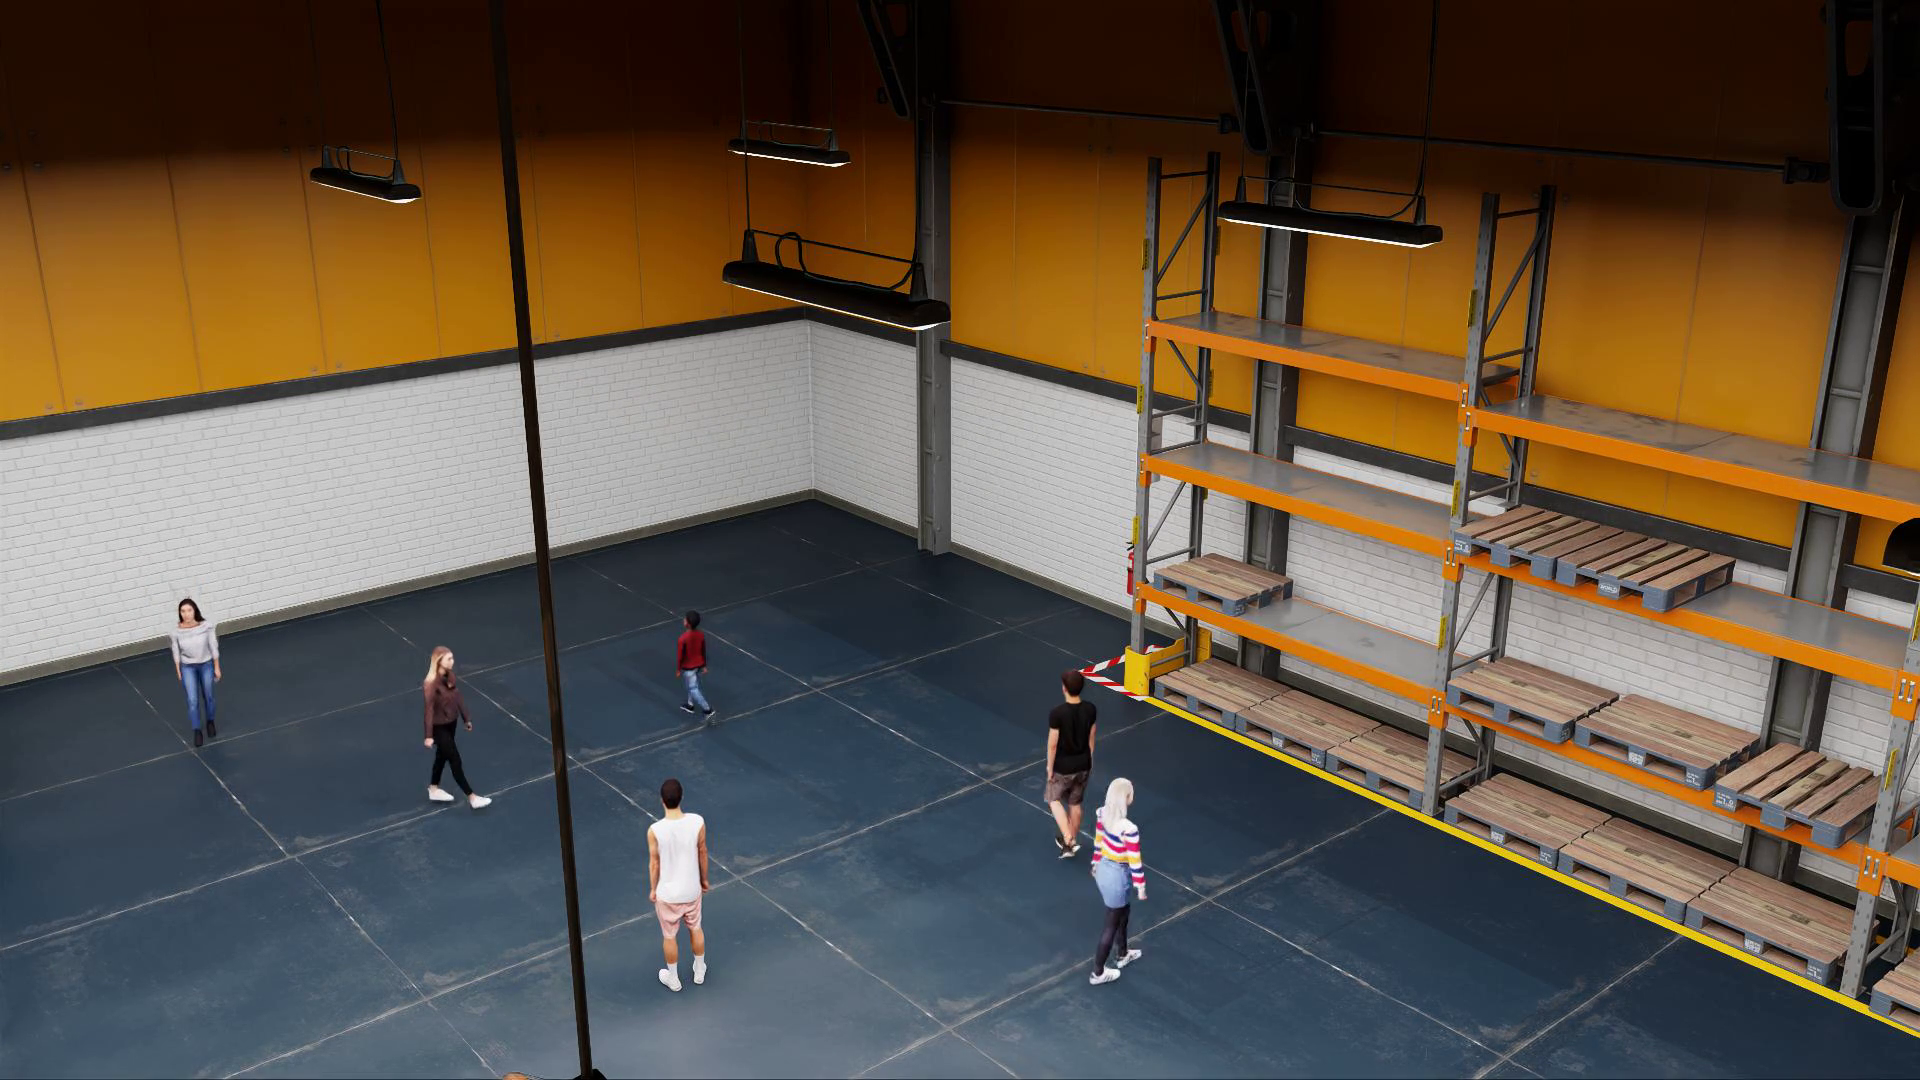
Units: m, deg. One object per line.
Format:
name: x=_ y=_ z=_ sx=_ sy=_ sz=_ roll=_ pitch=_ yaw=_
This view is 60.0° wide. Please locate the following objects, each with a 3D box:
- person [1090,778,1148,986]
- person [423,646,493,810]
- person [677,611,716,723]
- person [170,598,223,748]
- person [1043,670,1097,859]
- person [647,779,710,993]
person: x=1.165 y=2.744 z=13.312 sx=0.825 sy=1.791 sz=0.801 roll=-10 pitch=21 yaw=-26
person: x=-5.107 y=1.828 z=16.224 sx=1.118 sy=1.669 sz=0.987 roll=5 pitch=19 yaw=15
person: x=-2.893 y=1.392 z=18.193 sx=0.893 sy=1.238 sz=0.612 roll=14 pitch=23 yaw=35
person: x=-8.118 y=1.351 z=17.725 sx=0.705 sy=1.614 sz=0.808 roll=-9 pitch=21 yaw=-25
person: x=1.045 y=2.087 z=15.170 sx=0.805 sy=1.851 sz=0.901 roll=-8 pitch=20 yaw=-22
person: x=-2.255 y=2.756 z=13.284 sx=0.692 sy=1.786 sz=0.635 roll=-9 pitch=21 yaw=-25
